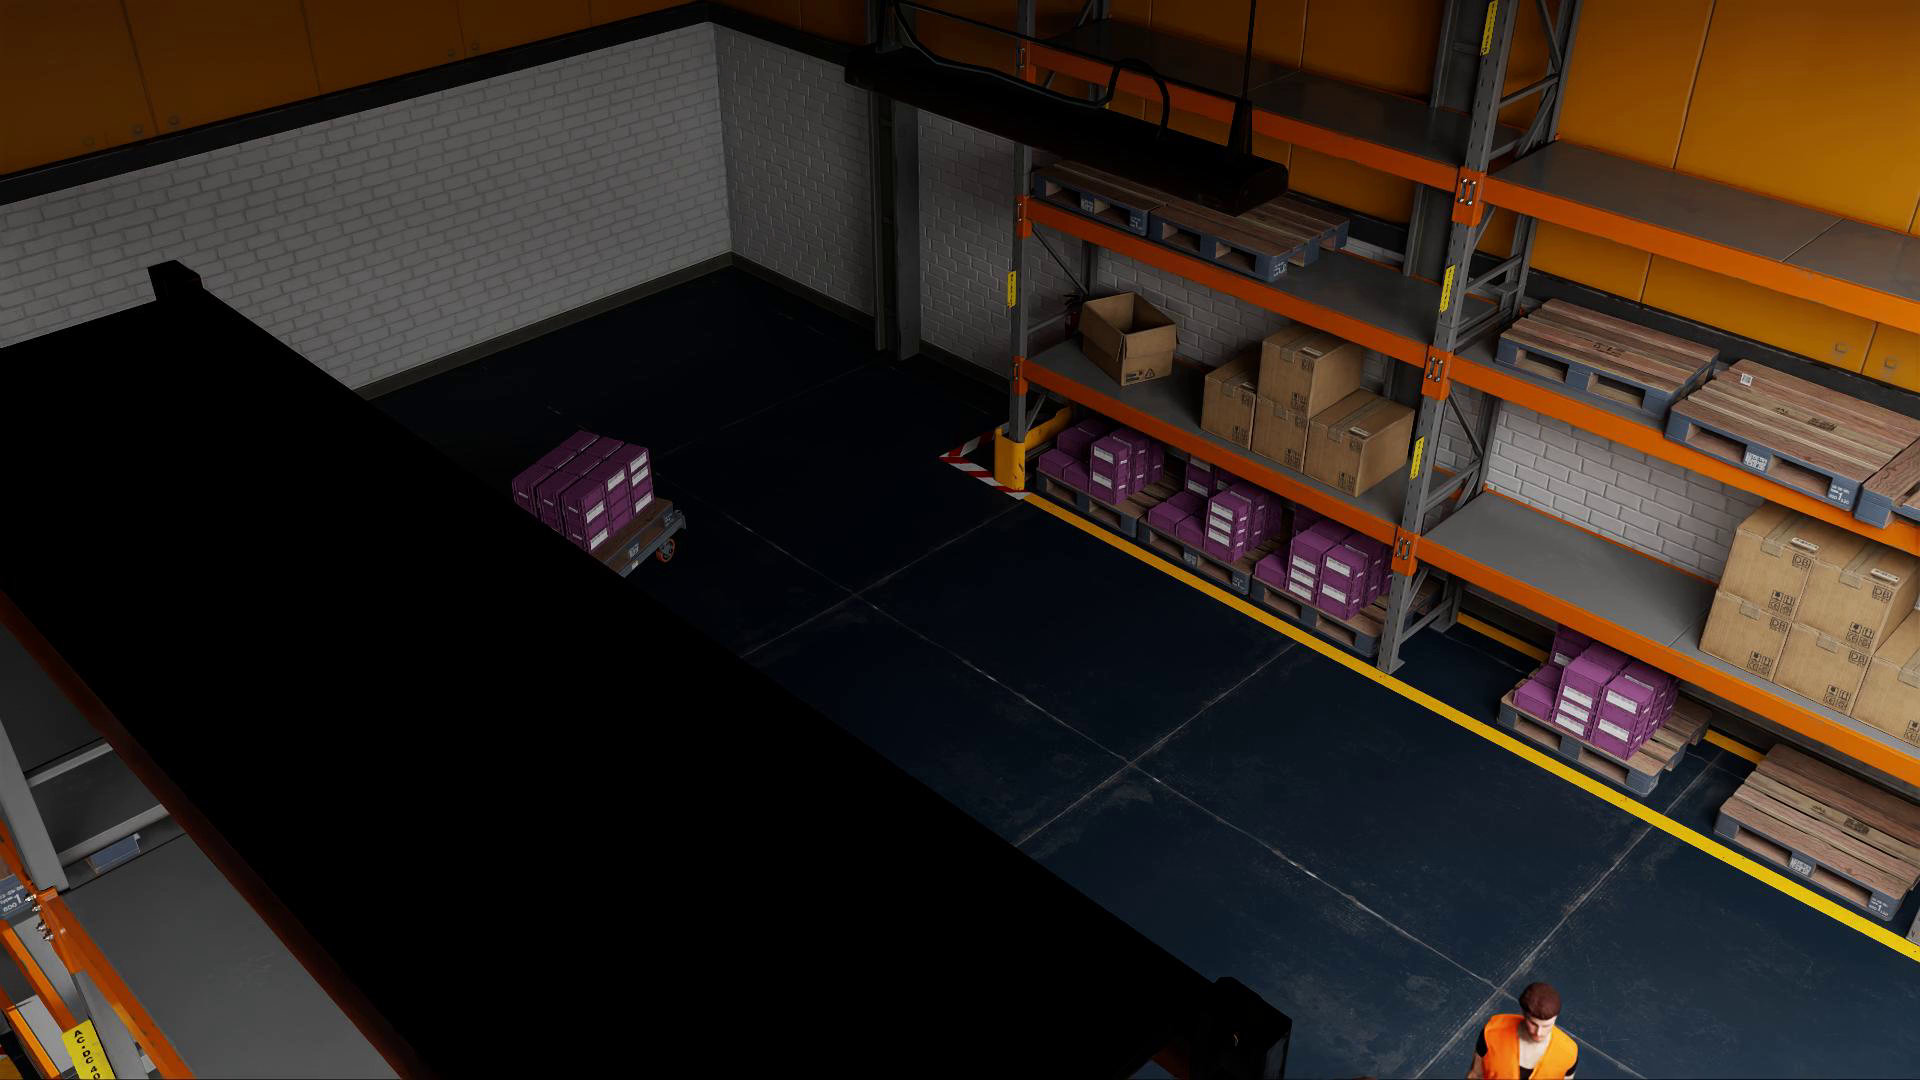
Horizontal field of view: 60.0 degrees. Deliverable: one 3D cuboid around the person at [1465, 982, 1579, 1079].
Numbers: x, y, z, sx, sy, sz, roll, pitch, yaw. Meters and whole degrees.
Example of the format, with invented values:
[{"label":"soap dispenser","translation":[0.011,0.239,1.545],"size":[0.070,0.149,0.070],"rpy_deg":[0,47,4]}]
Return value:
[{"label":"person","translation":[2.801,2.913,8.515],"size":[0.705,1.882,0.813],"rpy_deg":[12,35,17]}]
